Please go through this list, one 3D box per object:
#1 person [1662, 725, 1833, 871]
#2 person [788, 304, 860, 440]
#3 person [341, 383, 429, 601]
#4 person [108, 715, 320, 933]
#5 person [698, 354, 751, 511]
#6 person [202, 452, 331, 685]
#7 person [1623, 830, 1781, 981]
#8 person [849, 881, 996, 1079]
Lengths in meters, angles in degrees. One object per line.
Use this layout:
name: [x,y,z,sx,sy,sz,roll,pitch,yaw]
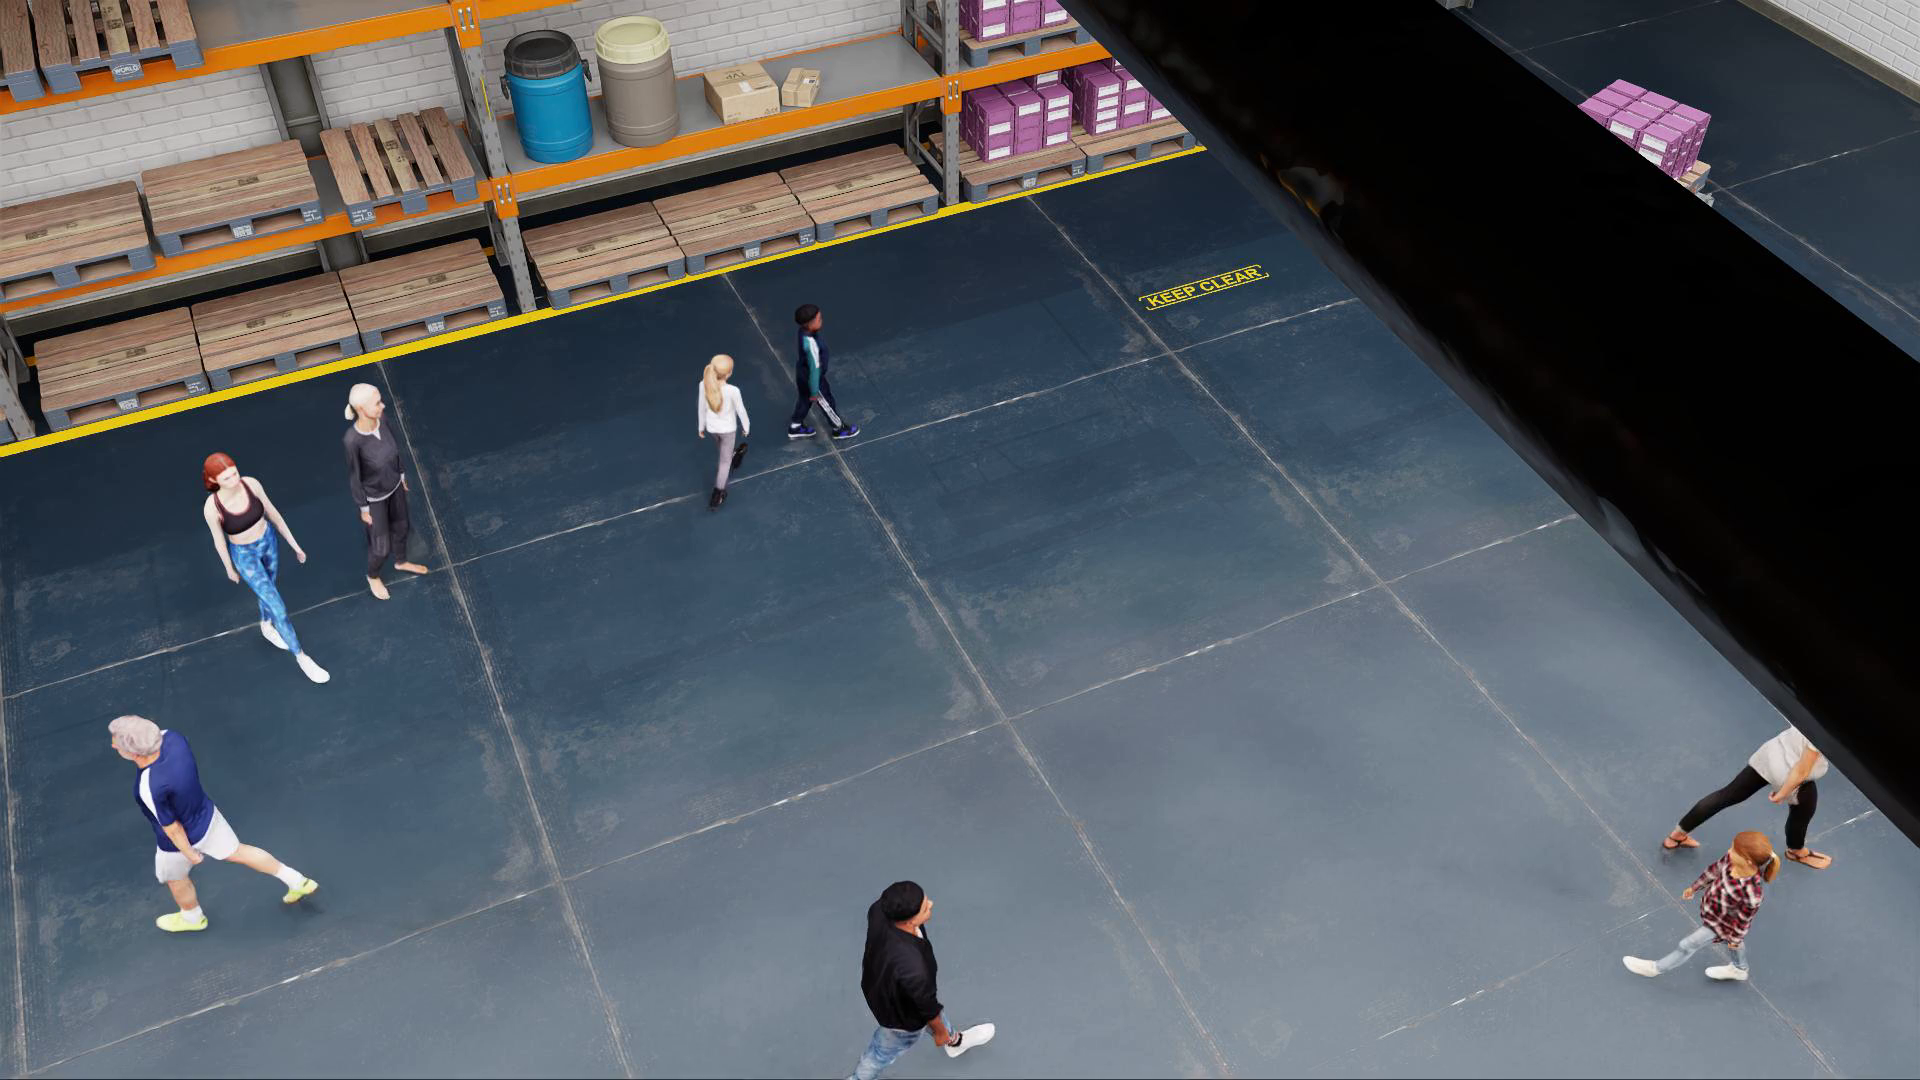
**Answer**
person: [4.626,1.321,9.542,1.295,1.760,0.992,1,44,1]
person: [-1.169,-1.255,12.624,0.814,1.239,0.606,-10,44,-10]
person: [-3.980,-0.357,11.338,0.844,1.712,0.778,19,47,19]
person: [-4.202,1.573,9.245,1.258,1.805,0.981,1,44,1]
person: [-1.760,-0.764,12.101,0.858,1.249,0.929,13,45,14]
person: [-4.628,0.094,10.836,0.972,1.752,1.008,22,48,21]
person: [4.266,2.057,9.133,1.007,1.259,0.850,5,44,5]
person: [-0.377,2.353,8.456,1.174,1.765,0.743,-15,46,-15]
